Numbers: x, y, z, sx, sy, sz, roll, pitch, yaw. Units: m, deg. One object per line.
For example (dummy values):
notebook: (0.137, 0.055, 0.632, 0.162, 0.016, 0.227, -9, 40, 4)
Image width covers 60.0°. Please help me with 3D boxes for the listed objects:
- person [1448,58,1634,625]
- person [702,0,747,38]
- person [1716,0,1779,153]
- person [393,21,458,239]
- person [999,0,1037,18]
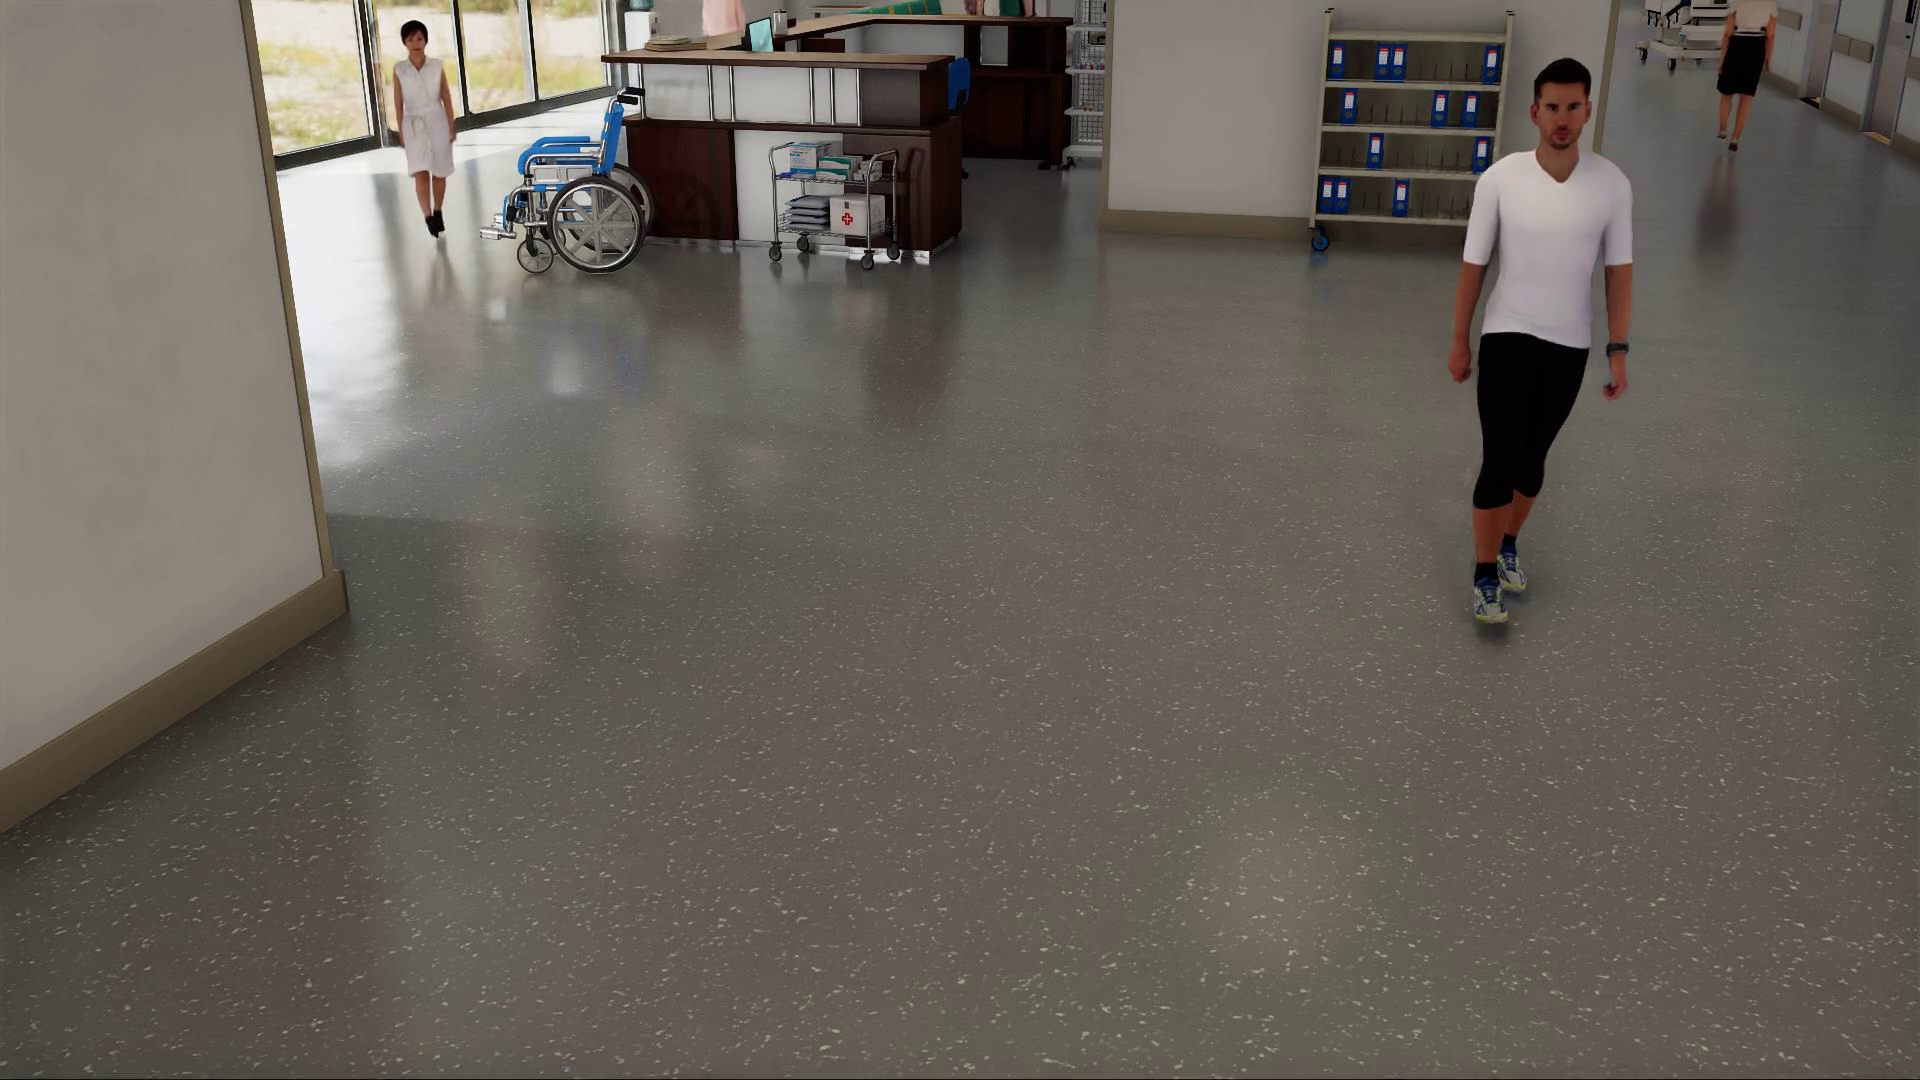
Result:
person: (1.948, -0.693, 5.679, 0.947, 1.828, 0.846, 1, 21, 2)
person: (-2.765, -5.819, 19.330, 0.879, 1.745, 0.793, 3, 21, 7)
person: (7.702, -4.671, 16.332, 0.985, 1.722, 0.786, 8, 22, 20)
person: (-3.878, -2.955, 12.101, 1.013, 1.510, 1.004, -9, 22, -22)
person: (0.659, -5.669, 18.800, 0.782, 1.840, 0.679, -18, 27, -39)
